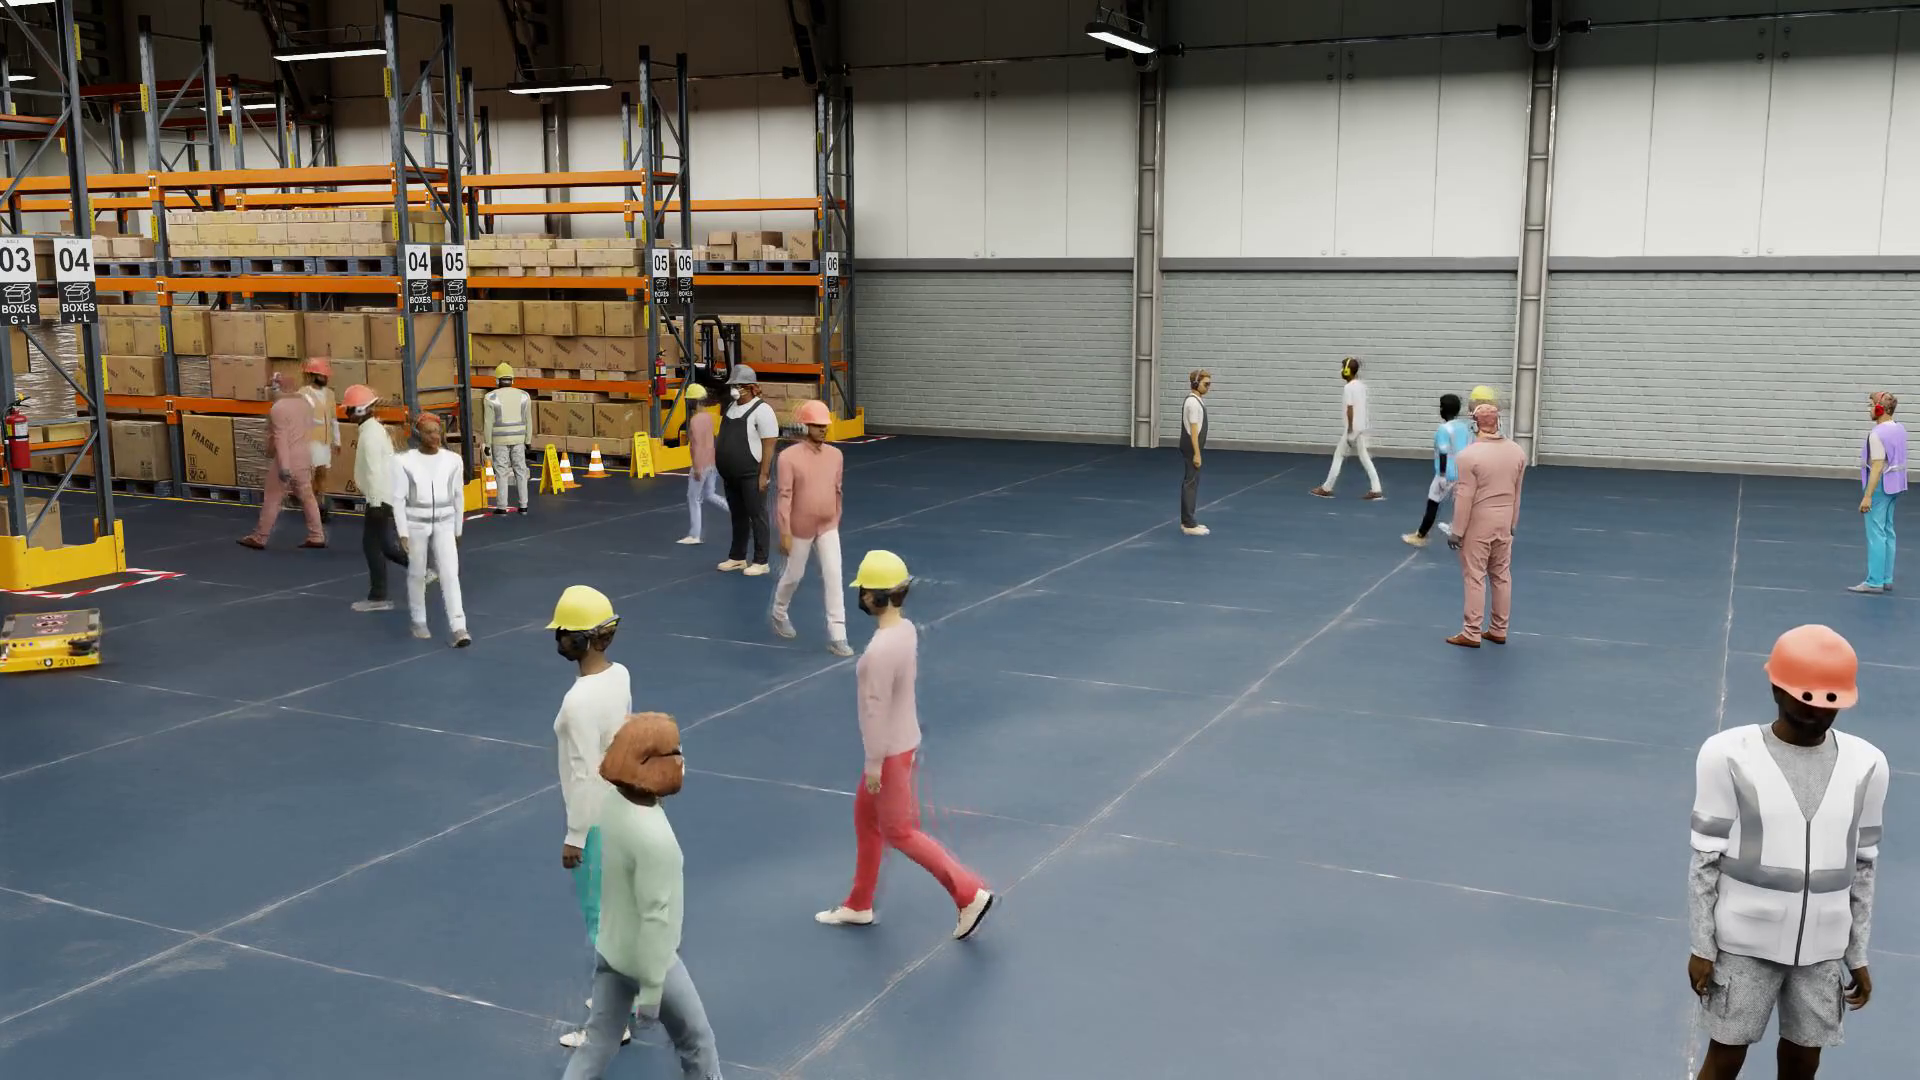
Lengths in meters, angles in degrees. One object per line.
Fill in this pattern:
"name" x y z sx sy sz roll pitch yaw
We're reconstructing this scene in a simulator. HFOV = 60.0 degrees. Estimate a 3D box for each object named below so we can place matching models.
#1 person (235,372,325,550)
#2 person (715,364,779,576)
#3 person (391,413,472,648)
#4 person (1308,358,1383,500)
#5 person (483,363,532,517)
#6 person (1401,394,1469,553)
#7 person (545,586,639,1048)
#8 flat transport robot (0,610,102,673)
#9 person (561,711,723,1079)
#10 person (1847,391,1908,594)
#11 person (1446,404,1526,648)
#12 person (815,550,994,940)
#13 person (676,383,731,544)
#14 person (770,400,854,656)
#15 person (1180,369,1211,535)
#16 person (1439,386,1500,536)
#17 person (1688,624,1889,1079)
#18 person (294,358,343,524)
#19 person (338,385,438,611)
"person" -7.160 -0.816 17.457 0.946 1.862 0.670 0 9 2
"person" -2.105 -0.679 16.073 0.536 2.000 0.672 -9 13 -44
"person" -4.143 -0.075 13.036 0.581 1.831 0.998 -5 11 -30
"person" 5.011 -1.414 21.286 0.995 1.813 0.538 7 12 38
"person" -5.404 -1.191 19.852 0.600 1.831 0.404 -7 12 -36
"person" 5.057 -0.693 17.335 0.542 1.646 0.816 -8 12 -41
"person" -1.400 1.046 6.340 0.319 1.767 0.534 1 9 7
"flat transport robot" -6.954 0.748 12.736 0.652 0.197 1.431 -4 10 -26
"person" -0.987 1.310 5.256 0.858 1.588 0.500 -6 11 -33
"person" 8.380 -0.425 15.116 0.571 1.843 0.373 -8 12 -41
"person" 4.083 -0.108 13.004 0.636 1.903 0.404 -4 10 -25
"person" -0.248 0.904 7.295 0.779 1.743 0.527 2 9 11
"person" -2.665 -0.804 17.768 0.710 1.746 0.534 2 9 12
"person" -1.190 -0.123 12.967 0.622 1.960 1.012 -6 11 -34
"person" 2.618 -0.977 18.519 0.344 1.840 0.507 1 9 5
"person" 5.512 -0.791 17.810 0.496 1.693 0.898 -8 12 -41
"person" 2.448 1.191 4.945 0.543 1.933 0.364 1 9 5
"person" -7.372 -1.139 19.286 0.725 1.908 0.570 4 10 24
"person" -4.975 -0.367 14.387 0.663 1.967 0.667 -3 10 -16
